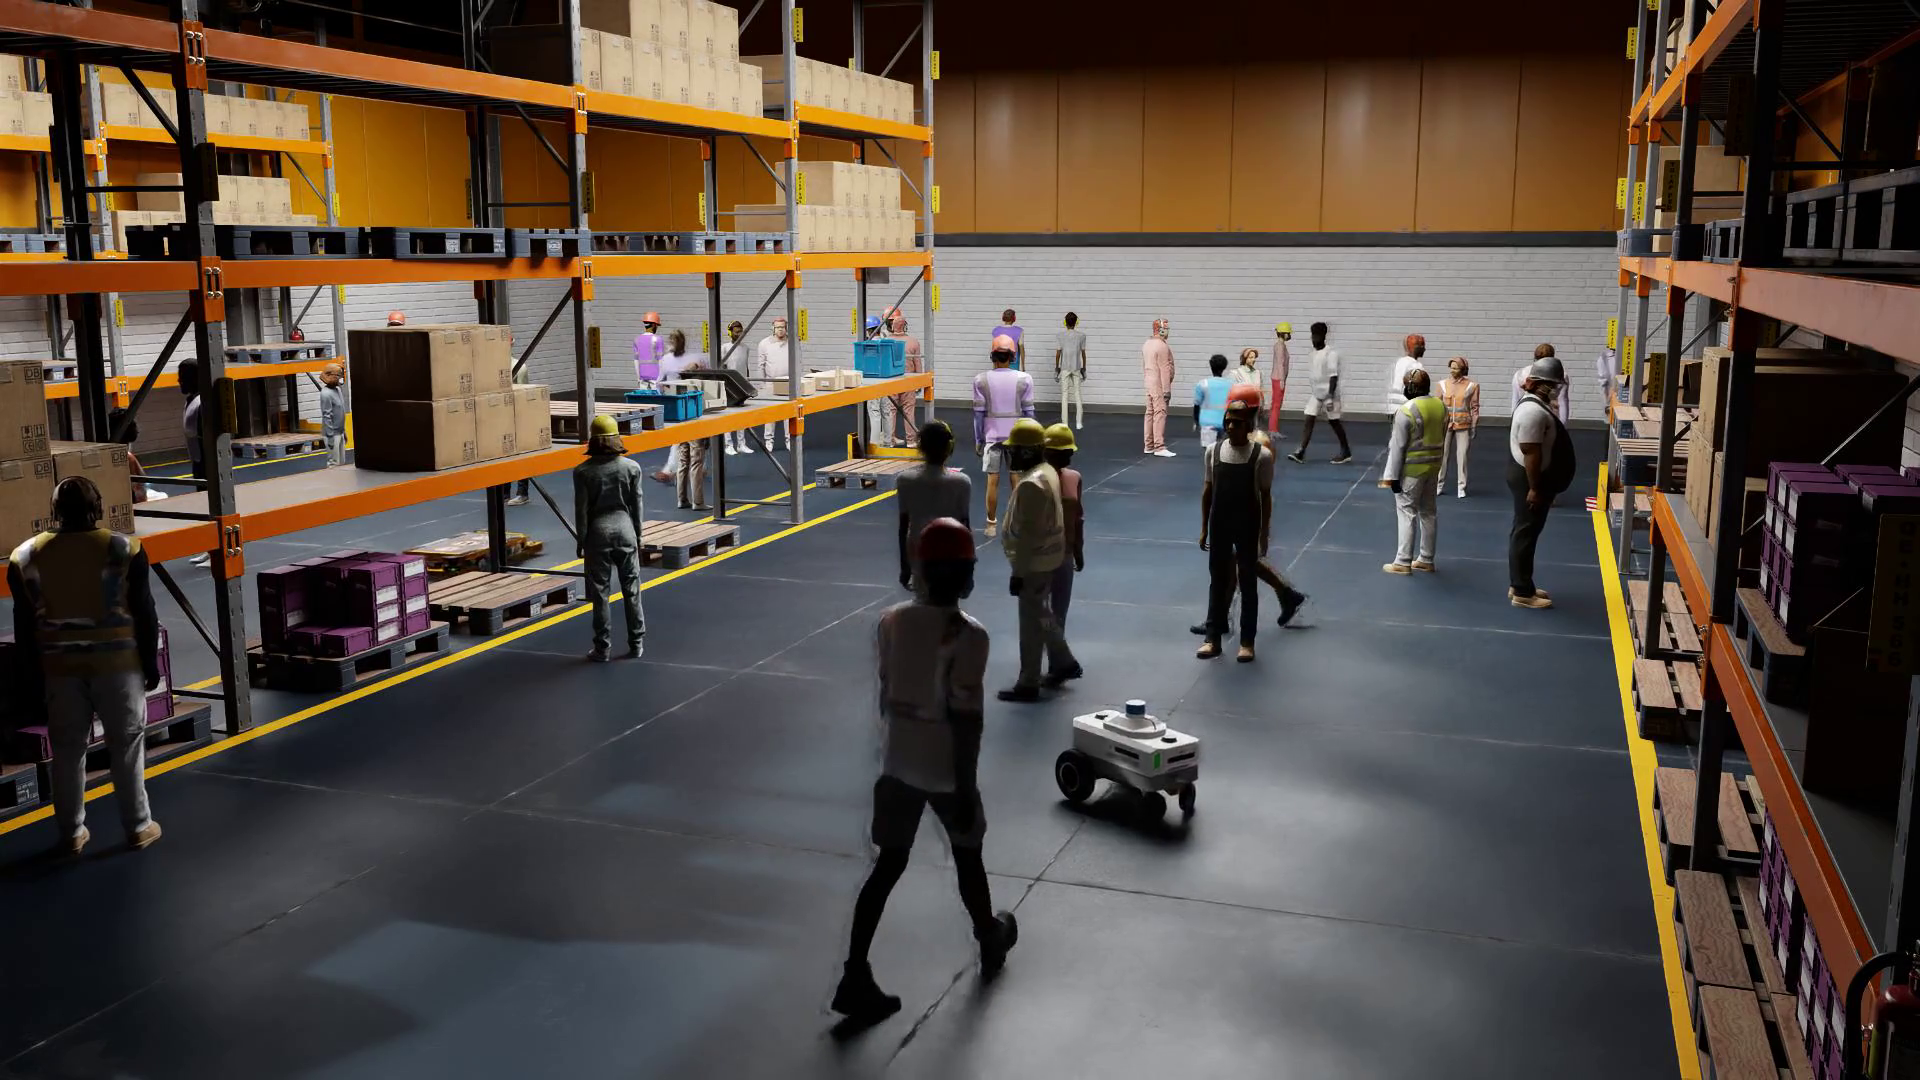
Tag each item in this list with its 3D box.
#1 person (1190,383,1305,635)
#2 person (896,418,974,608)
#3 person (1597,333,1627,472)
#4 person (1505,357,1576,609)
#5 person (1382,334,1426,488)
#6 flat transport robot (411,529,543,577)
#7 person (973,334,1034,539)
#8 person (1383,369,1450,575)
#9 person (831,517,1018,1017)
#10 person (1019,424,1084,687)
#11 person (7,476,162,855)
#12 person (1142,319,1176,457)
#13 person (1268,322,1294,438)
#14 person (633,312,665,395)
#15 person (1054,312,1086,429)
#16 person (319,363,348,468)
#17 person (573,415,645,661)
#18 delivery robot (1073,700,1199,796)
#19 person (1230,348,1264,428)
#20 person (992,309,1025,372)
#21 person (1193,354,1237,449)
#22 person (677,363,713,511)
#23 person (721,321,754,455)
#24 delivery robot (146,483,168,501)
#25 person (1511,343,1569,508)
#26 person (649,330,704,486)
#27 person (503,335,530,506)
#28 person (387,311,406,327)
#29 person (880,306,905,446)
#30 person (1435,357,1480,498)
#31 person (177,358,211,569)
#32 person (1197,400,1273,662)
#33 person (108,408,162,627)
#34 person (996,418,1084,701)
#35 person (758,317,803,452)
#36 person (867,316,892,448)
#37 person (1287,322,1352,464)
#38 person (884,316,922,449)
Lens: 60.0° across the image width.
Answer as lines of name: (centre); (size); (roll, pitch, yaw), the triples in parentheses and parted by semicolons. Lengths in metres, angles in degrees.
person: (2.203, -0.231, 12.527); (0.868, 1.906, 0.554); (-2, 10, -10)
person: (-0.169, 0.171, 10.423); (0.524, 1.843, 0.653); (2, 10, 13)
person: (8.558, -1.824, 21.616); (0.569, 1.874, 0.838); (3, 10, 16)
person: (4.714, -0.481, 13.526); (0.536, 2.000, 0.682); (3, 11, 17)
person: (5.503, -1.545, 20.062); (0.897, 1.843, 0.606); (-2, 10, -9)
flat transport robot: (-4.467, 0.110, 15.182); (0.652, 0.197, 1.431); (3, 10, 16)
person: (0.436, -1.023, 16.573); (0.608, 2.044, 0.371); (0, 10, 3)
person: (4.050, -0.601, 14.799); (0.624, 1.837, 0.429); (-6, 12, -33)
person: (-0.116, 0.866, 6.407); (0.587, 1.874, 1.021); (8, 13, 37)
person: (0.634, 0.097, 11.082); (0.521, 1.758, 0.350); (-9, 14, -42)
person: (-4.180, 0.605, 8.008); (0.625, 1.837, 0.428); (-2, 10, -10)
person: (2.776, -2.115, 23.108); (0.407, 1.910, 0.638); (-4, 11, -19)
person: (4.889, -2.432, 25.292); (0.326, 1.767, 0.533); (1, 10, 6)
person: (-4.601, -2.438, 24.868); (0.543, 1.928, 0.372); (5, 11, 27)
person: (1.752, -2.688, 26.441); (0.513, 1.871, 0.329); (-1, 10, -5)
person: (-6.953, -1.161, 18.534); (0.299, 1.622, 0.504); (-1, 10, -5)
person: (-2.477, -0.013, 11.744); (0.485, 1.739, 0.313); (-4, 11, -23)
delivery robot: (0.912, 1.079, 8.665); (0.477, 0.478, 0.707); (-7, 13, -36)
person: (3.607, -1.600, 20.951); (0.514, 1.644, 0.307); (-5, 11, -28)
person: (0.819, -2.976, 28.124); (0.570, 1.845, 0.381); (3, 10, 15)
person: (3.023, -1.360, 19.593); (0.533, 1.656, 0.863); (-1, 10, -5)
person: (-2.947, -1.136, 18.370); (0.511, 1.634, 0.311); (8, 13, 38)
person: (-3.119, -2.129, 23.289); (0.321, 1.871, 0.532); (10, 14, 43)
delivery robot: (-8.105, -0.323, 16.558); (0.477, 0.478, 0.707); (-3, 11, -18)
person: (6.485, -1.278, 18.612); (0.630, 1.835, 0.429); (7, 12, 34)
person: (-3.492, -1.621, 20.383); (0.656, 1.884, 1.020); (9, 13, 41)
person: (-5.109, -1.378, 18.717); (0.623, 1.990, 0.390); (6, 12, 31)
person: (-7.918, -2.235, 23.536); (0.611, 1.996, 0.379); (-3, 10, -16)
person: (-0.985, -2.376, 24.195); (0.393, 2.041, 0.613); (5, 11, 28)
person: (5.752, -1.305, 19.309); (0.515, 1.636, 0.314); (5, 11, 28)
person: (-6.864, -0.699, 15.144); (0.391, 1.911, 0.583); (-6, 12, -30)
person: (1.937, -0.064, 11.730); (0.504, 1.847, 0.345); (5, 11, 25)
person: (-6.349, -0.155, 12.657); (0.322, 1.696, 0.536); (-8, 13, -38)
person: (0.501, 0.134, 10.659); (0.500, 1.832, 0.711); (2, 10, 13)
person: (-2.536, -2.195, 23.559); (0.639, 1.911, 0.402); (-2, 10, -12)
person: (-1.165, -2.154, 23.242); (0.400, 1.938, 0.602); (7, 12, 36)
person: (4.826, -1.946, 22.145); (1.029, 1.901, 0.651); (-5, 11, -28)
person: (-0.858, -2.258, 23.911); (0.651, 1.907, 0.409); (1, 10, 5)
